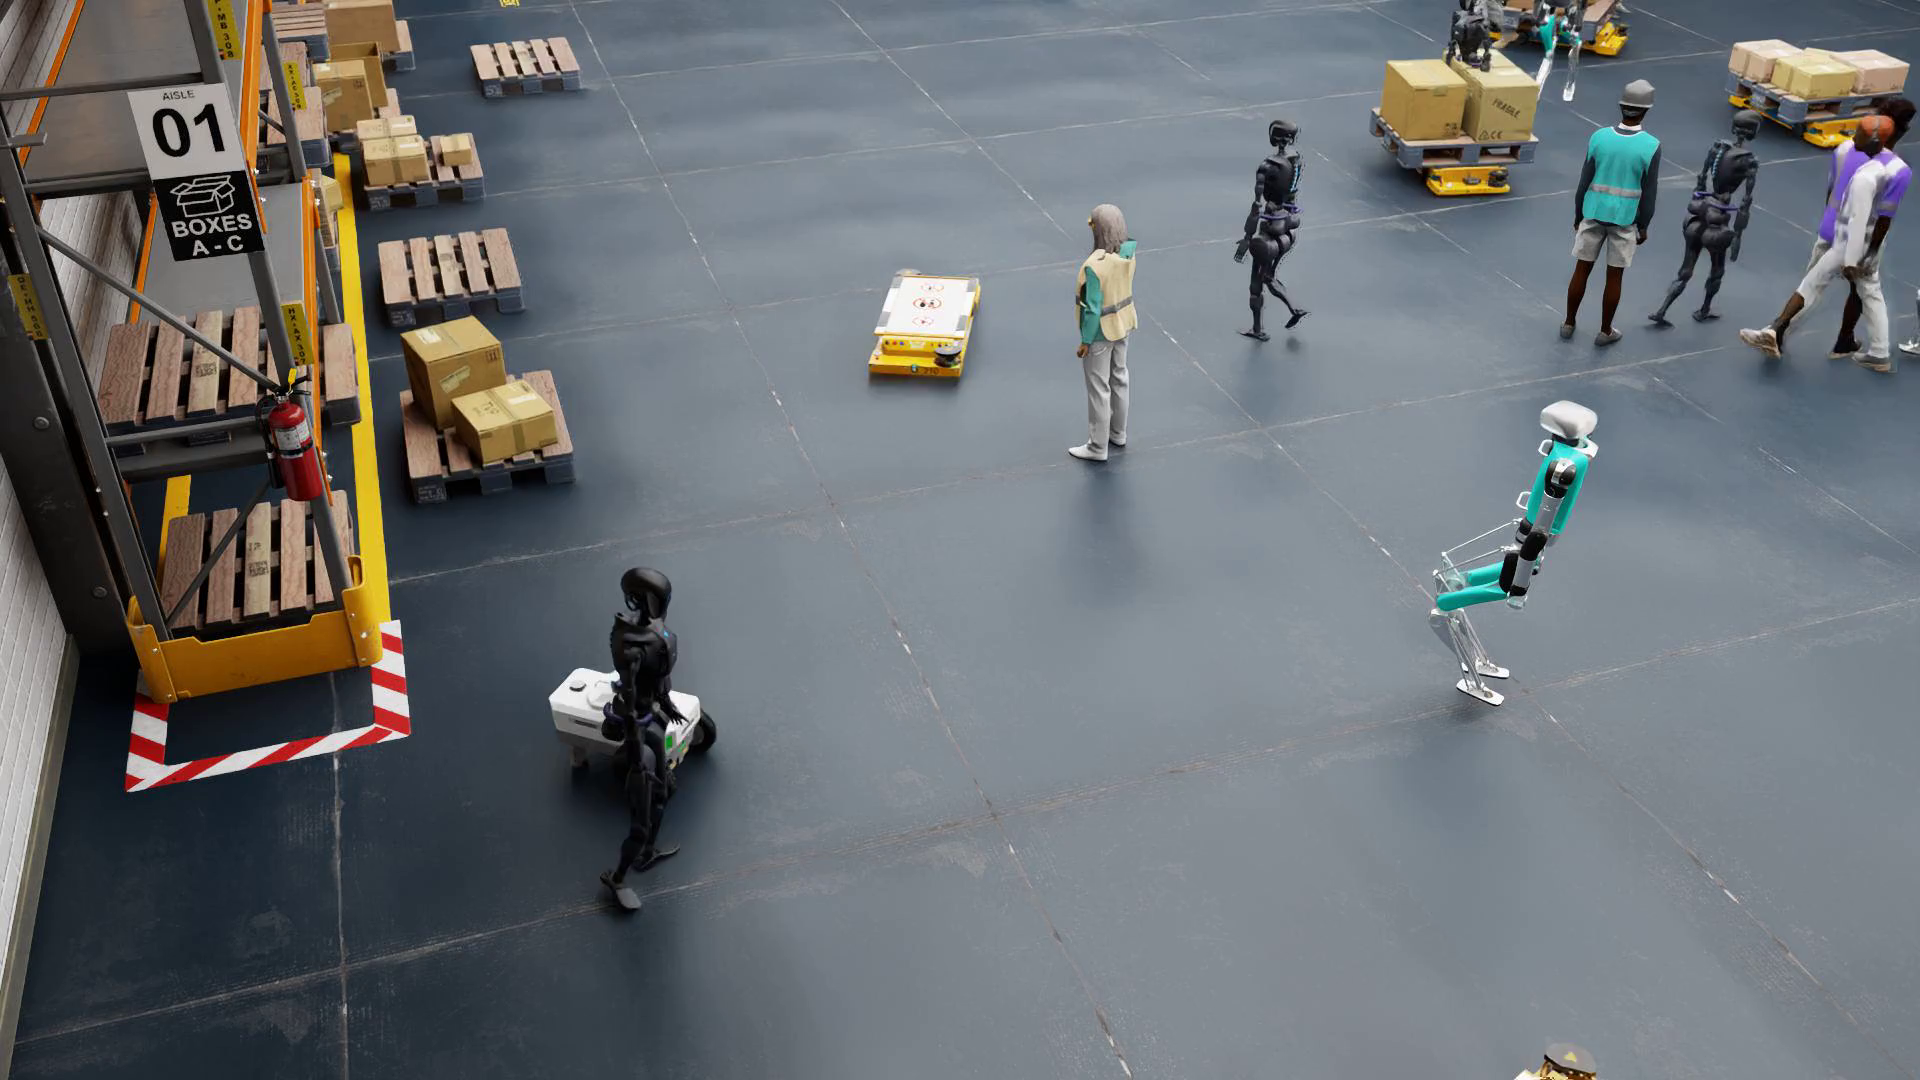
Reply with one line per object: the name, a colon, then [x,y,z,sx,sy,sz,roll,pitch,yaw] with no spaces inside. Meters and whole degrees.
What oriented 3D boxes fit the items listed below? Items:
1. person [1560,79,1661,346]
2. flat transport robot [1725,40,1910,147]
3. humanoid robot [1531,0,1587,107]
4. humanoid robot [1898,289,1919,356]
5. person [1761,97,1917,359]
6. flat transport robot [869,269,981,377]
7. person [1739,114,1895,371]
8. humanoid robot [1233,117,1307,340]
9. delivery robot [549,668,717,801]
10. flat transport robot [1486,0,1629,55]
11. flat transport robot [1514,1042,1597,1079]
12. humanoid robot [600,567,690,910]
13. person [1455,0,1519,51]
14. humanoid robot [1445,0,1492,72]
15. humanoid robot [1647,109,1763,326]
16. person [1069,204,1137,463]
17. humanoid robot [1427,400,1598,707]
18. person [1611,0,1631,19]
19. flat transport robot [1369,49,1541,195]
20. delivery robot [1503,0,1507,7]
person: [4.651,-2.307,11.873,0.547,1.936,0.421,20,38,27]
flat transport robot: [8.269,-4.173,16.258,0.659,0.231,1.431,-8,34,-12]
humanoid robot: [6.029,-5.187,16.497,0.531,1.770,0.941,26,41,33]
humanoid robot: [7.078,-1.976,11.569,0.977,1.738,0.556,13,35,20]
person: [6.183,-2.131,11.610,0.848,1.928,0.592,-17,37,-24]
flat transport robot: [-0.243,-1.621,12.345,0.659,0.231,1.431,4,33,5]
person: [6.256,-2.078,11.628,0.602,1.828,1.005,-28,42,-36]
humanoid robot: [2.278,-2.207,11.960,0.447,1.647,0.592,26,41,34]
delivery robot: [-1.621,0.899,8.211,0.750,0.587,0.525,12,35,17]
flat transport robot: [6.667,-5.683,18.574,1.431,0.231,0.659,17,37,24]
flat transport robot: [2.078,2.450,6.101,1.431,0.231,0.659,-25,41,-33]
humanoid robot: [-1.412,0.836,7.293,0.411,1.643,0.604,3,33,5]
person: [5.765,-6.134,17.843,0.770,1.845,0.498,-2,33,-3]
humanoid robot: [4.605,-4.172,14.975,0.455,1.631,0.592,-12,35,-18]
humanoid robot: [5.499,-2.329,12.189,0.560,1.660,0.608,-9,34,-14]
person: [0.929,-1.295,10.525,0.365,1.708,0.474,22,39,30]
humanoid robot: [2.680,0.033,8.346,0.735,1.673,0.533,16,36,23]
person: [7.708,-6.875,19.119,0.388,1.670,0.465,27,42,35]
flat transport robot: [4.456,-3.497,15.222,0.659,0.231,1.431,-3,33,-5]
delivery robot: [6.778,-6.606,19.700,0.499,0.563,0.738,15,36,21]
